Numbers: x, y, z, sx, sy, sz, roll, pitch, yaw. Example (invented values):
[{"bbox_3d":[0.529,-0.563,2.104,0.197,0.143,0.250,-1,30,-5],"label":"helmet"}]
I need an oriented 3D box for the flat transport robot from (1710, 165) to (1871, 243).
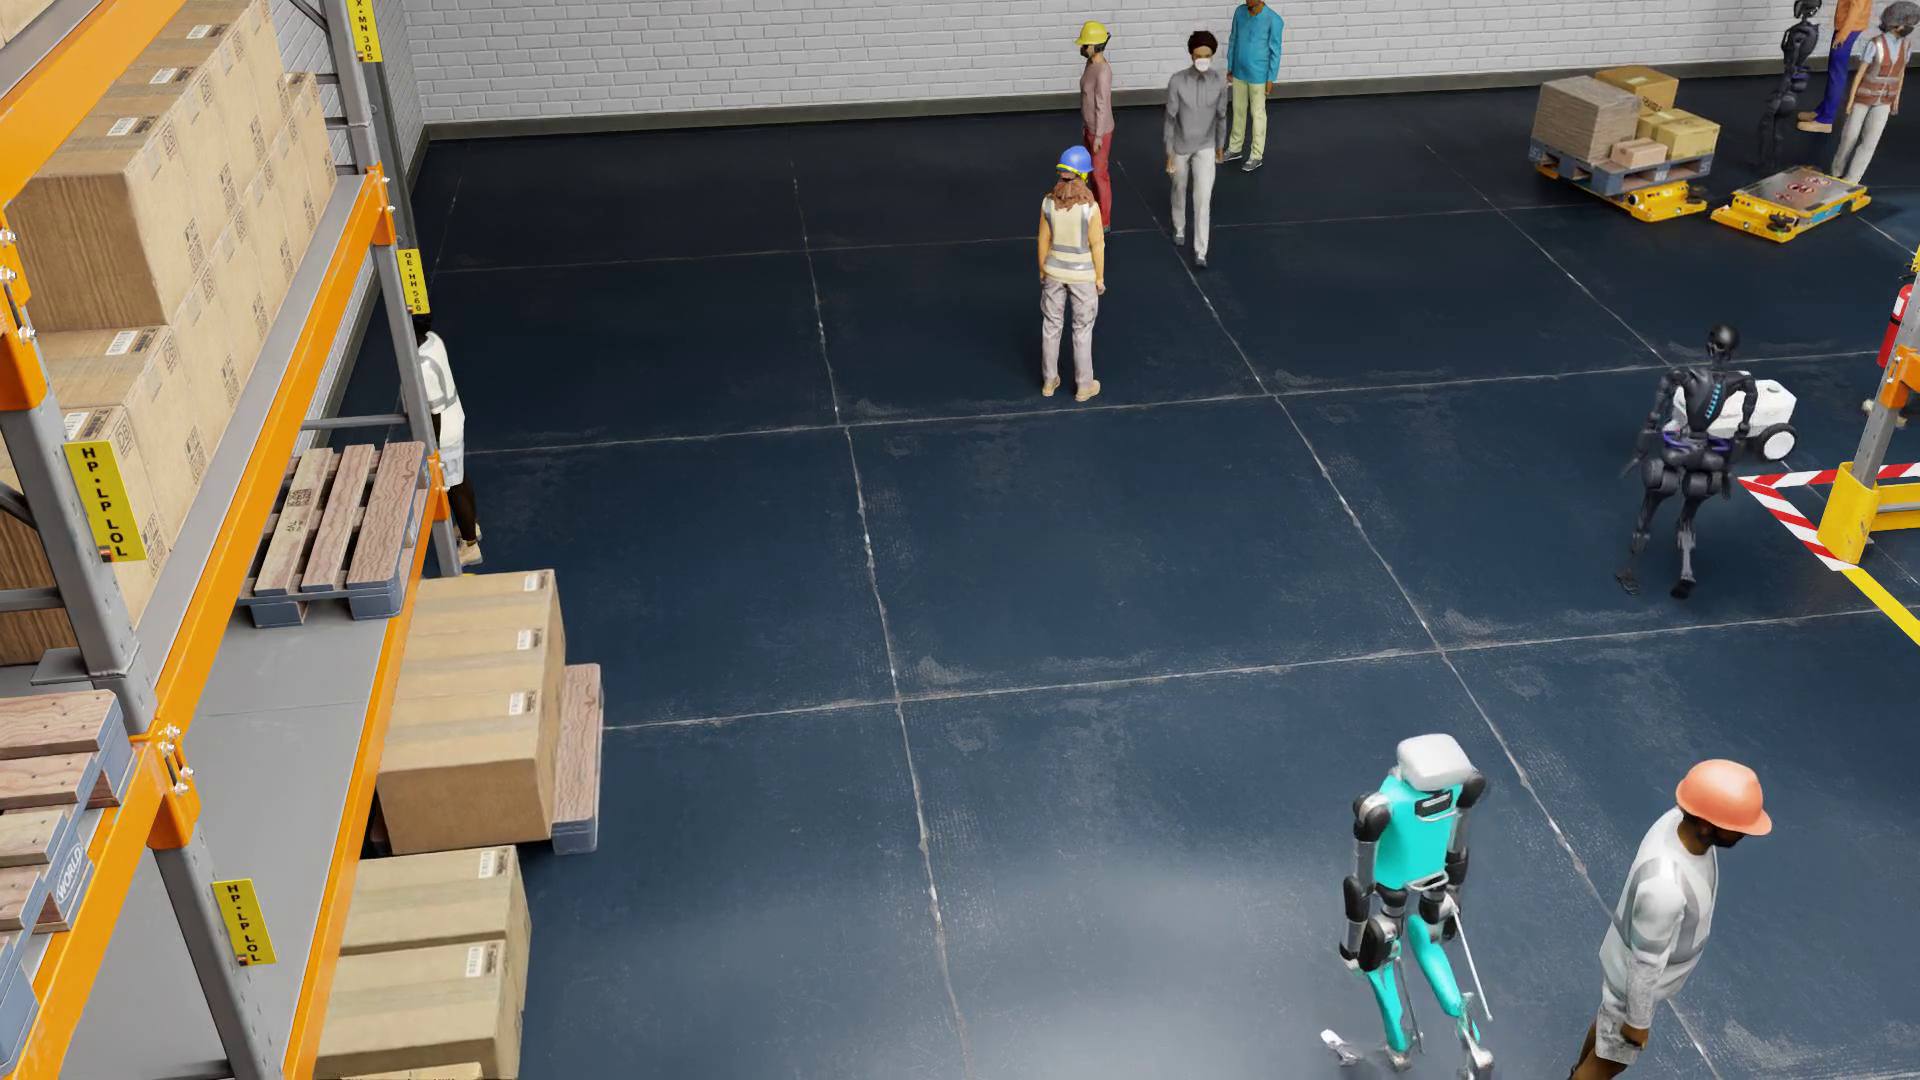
[{"bbox_3d":[7.160,-2.897,14.292,1.431,0.231,0.659,-23,39,-31],"label":"flat transport robot"}]

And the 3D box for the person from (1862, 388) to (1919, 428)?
[{"bbox_3d":[6.551,-1.512,10.763,0.816,1.808,0.528,19,37,26],"label":"person"}]

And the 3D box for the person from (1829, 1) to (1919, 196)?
[{"bbox_3d":[7.904,-3.805,14.402,0.494,1.660,0.479,-1,33,-2],"label":"person"}]

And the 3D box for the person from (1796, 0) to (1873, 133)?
[{"bbox_3d":[8.384,-4.869,15.744,0.373,1.988,0.506,15,36,21],"label":"person"}]

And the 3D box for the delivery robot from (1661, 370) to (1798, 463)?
[{"bbox_3d":[5.048,-0.817,10.853,0.796,0.606,0.499,-5,33,-7],"label":"delivery robot"}]

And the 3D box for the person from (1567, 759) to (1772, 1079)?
[{"bbox_3d":[2.505,1.541,5.981,0.390,1.927,0.540,19,37,26],"label":"person"}]

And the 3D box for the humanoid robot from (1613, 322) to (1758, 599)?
[{"bbox_3d":[4.003,-0.401,9.180,0.610,1.642,0.463,4,33,6],"label":"humanoid robot"}]

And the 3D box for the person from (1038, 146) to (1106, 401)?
[{"bbox_3d":[0.751,-1.780,11.204,0.468,1.772,0.322,13,35,19],"label":"person"}]

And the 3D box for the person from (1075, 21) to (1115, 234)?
[{"bbox_3d":[1.088,-3.381,13.674,0.347,1.759,0.520,-5,33,-8],"label":"person"}]

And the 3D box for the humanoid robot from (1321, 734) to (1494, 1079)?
[{"bbox_3d":[1.764,1.597,6.112,0.533,1.783,1.015,-14,36,-21],"label":"humanoid robot"}]

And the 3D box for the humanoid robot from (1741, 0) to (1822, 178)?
[{"bbox_3d":[7.290,-3.980,14.675,0.386,1.650,0.590,15,36,22],"label":"humanoid robot"}]

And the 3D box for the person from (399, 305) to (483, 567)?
[{"bbox_3d":[-2.989,-0.623,9.499,0.317,1.695,0.539,-6,34,-10],"label":"person"}]

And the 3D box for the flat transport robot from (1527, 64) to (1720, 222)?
[{"bbox_3d":[5.834,-3.185,14.734,0.659,0.231,1.431,-15,36,-21],"label":"flat transport robot"}]

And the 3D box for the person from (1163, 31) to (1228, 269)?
[{"bbox_3d":[1.865,-3.110,13.183,0.518,1.837,1.005,1,33,2],"label":"person"}]

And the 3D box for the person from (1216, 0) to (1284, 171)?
[{"bbox_3d":[2.601,-4.209,14.945,0.336,1.747,0.570,-24,40,-32],"label":"person"}]
